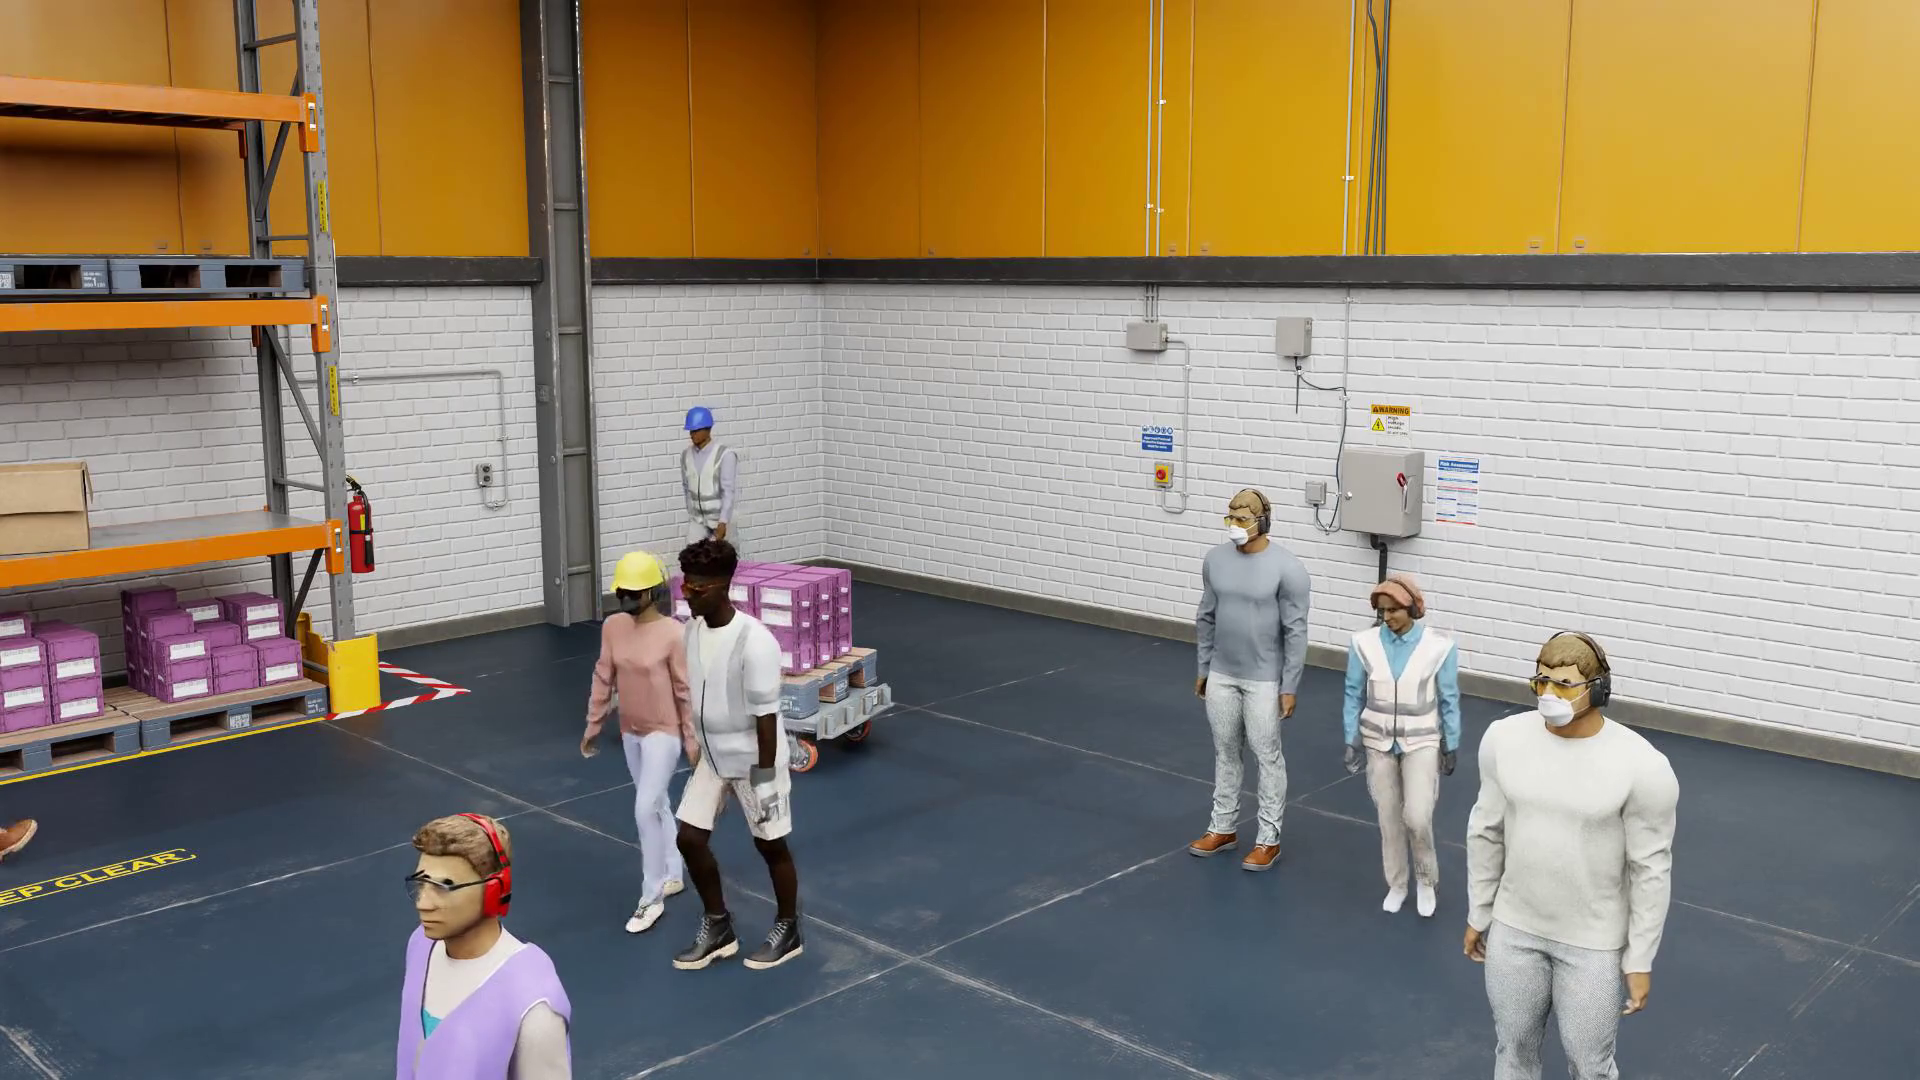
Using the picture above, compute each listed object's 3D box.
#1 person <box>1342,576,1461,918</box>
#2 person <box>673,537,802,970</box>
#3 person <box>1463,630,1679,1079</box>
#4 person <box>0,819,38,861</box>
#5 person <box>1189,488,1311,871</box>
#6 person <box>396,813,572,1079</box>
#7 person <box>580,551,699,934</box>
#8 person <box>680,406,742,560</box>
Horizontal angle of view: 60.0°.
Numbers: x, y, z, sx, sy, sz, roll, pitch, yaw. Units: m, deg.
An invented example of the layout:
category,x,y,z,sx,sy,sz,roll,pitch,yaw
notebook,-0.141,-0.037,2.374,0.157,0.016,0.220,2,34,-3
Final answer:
category,x,y,z,sx,sy,sz,roll,pitch,yaw
person,2.062,0.971,7.775,0.522,1.619,0.438,4,10,26
person,-0.948,0.929,7.093,0.610,1.923,0.650,8,12,41
person,1.864,1.231,5.187,0.635,1.939,0.366,9,13,43
person,-5.225,0.741,8.163,1.059,1.937,0.637,-7,12,-38
person,1.457,0.698,8.456,0.635,1.939,0.366,9,13,43
person,-1.073,1.504,3.787,0.570,1.849,0.384,9,13,43
person,-1.505,0.919,7.717,0.546,1.744,0.702,7,11,35
person,-2.094,-0.203,14.141,0.597,1.899,1.001,4,10,25
